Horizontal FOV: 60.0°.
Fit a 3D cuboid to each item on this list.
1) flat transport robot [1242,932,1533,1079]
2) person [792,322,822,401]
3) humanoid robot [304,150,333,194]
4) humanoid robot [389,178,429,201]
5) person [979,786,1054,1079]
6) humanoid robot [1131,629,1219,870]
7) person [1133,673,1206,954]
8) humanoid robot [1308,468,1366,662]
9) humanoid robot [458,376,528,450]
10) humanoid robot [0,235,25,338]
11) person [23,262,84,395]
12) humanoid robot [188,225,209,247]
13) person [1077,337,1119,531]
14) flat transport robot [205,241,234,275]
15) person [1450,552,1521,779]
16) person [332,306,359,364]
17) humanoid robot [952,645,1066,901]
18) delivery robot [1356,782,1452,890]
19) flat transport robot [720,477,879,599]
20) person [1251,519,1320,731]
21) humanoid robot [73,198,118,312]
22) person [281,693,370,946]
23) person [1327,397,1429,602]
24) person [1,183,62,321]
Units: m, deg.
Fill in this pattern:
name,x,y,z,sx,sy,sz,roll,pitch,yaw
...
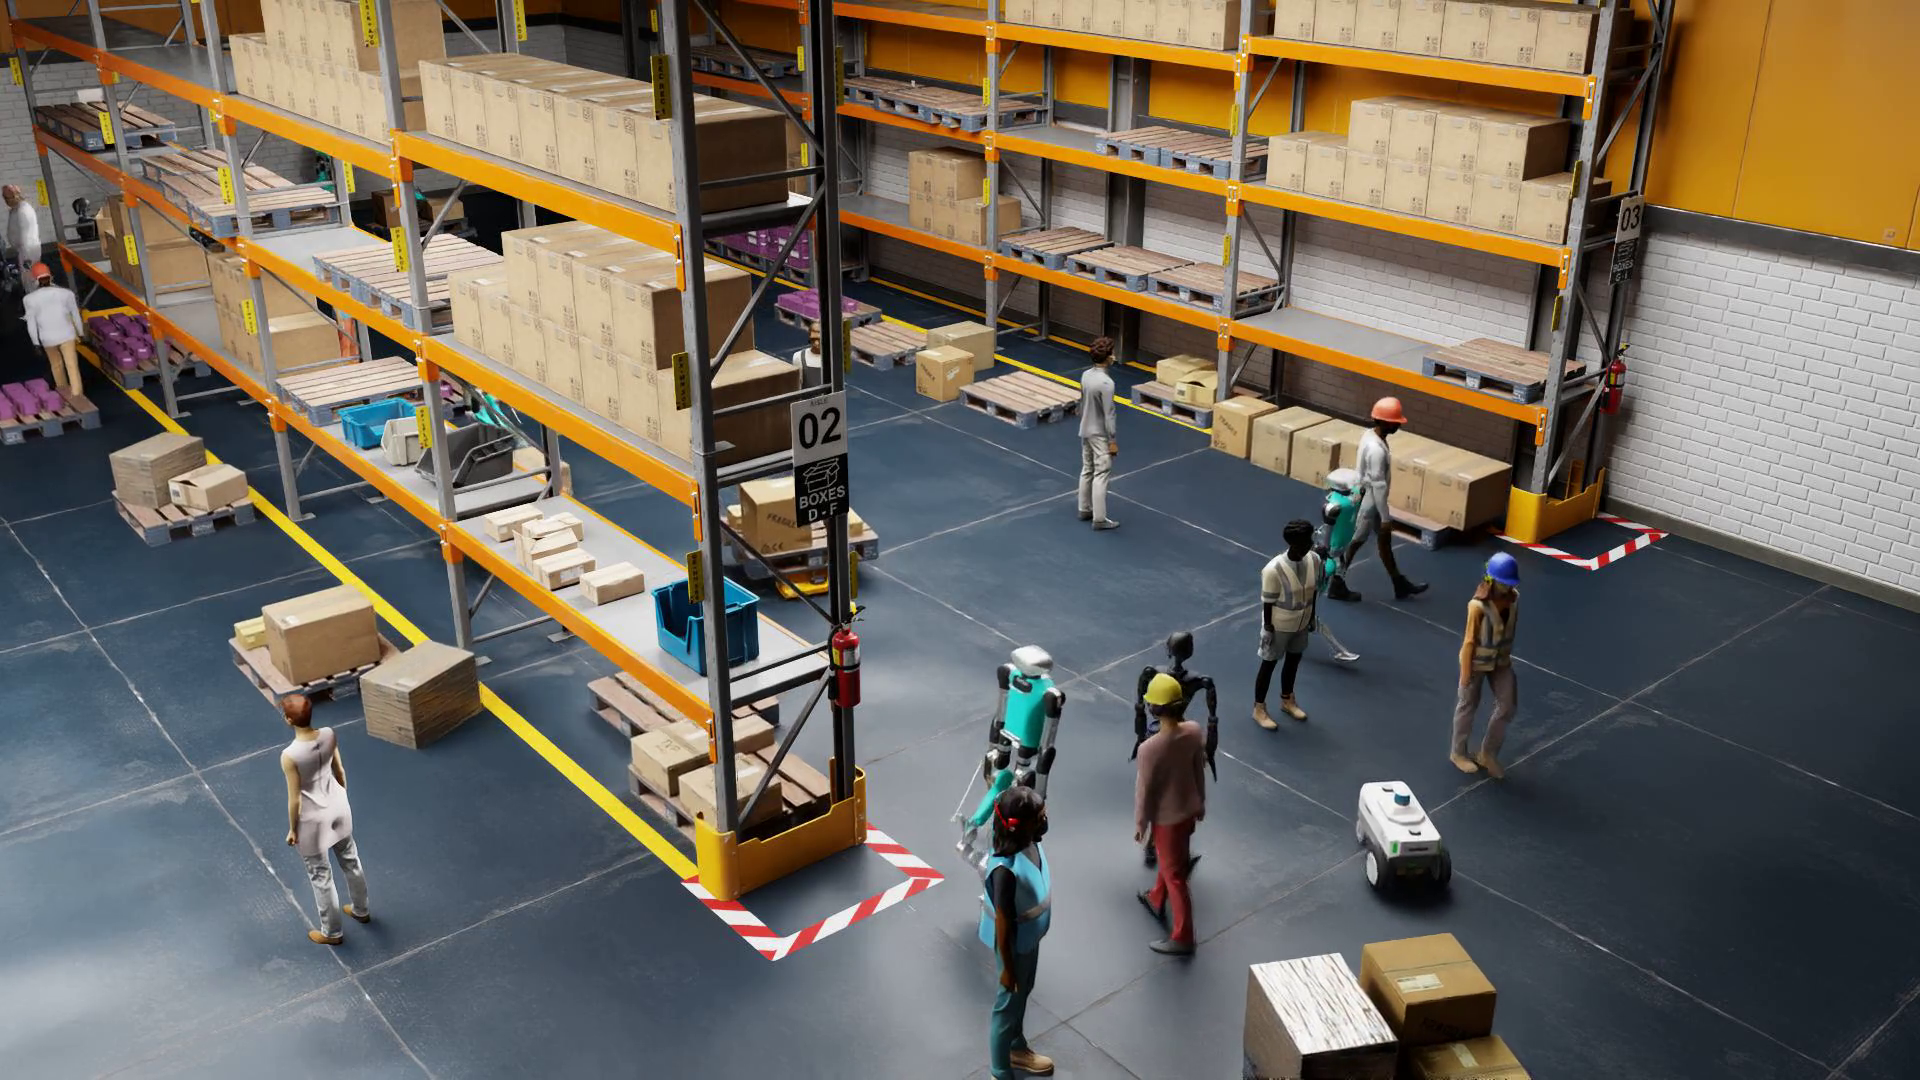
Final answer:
name,x,y,z,sx,sy,sz,roll,pitch,yaw
flat transport robot,2.188,3.082,8.507,0.659,0.231,1.431,-5,24,-11
person,-1.412,-1.285,16.632,0.507,1.846,0.346,-2,23,-4
humanoid robot,-10.833,-6.116,27.994,0.531,1.777,0.993,14,27,30
humanoid robot,-9.100,-5.936,27.574,0.998,1.760,0.556,-6,24,-13
person,0.302,2.112,8.738,0.380,1.865,0.537,7,24,17
humanoid robot,1.374,1.351,10.743,0.590,1.642,0.368,9,25,20
person,1.260,1.638,10.021,0.530,1.723,0.633,-21,31,-40
humanoid robot,2.795,0.188,13.372,1.028,1.722,0.571,18,29,35
humanoid robot,-4.674,-1.376,17.060,0.856,1.842,0.558,9,25,21
humanoid robot,-12.609,-3.467,21.958,0.588,1.630,0.763,21,31,39
person,-10.499,-2.380,19.344,0.567,1.707,0.910,-14,27,-29
humanoid robot,-10.513,-4.038,23.118,0.801,1.763,0.537,3,23,6
person,1.308,-1.021,15.966,0.397,1.892,0.543,-12,26,-26
flat transport robot,-10.156,-3.314,23.319,1.431,0.231,0.659,4,24,10
person,3.742,0.894,11.685,0.495,1.752,0.556,-10,25,-22
person,-7.389,-2.726,20.068,0.323,1.766,0.491,4,24,9
humanoid robot,0.224,1.578,10.243,0.768,1.851,0.535,-18,29,-36
delivery robot,2.867,1.898,10.877,0.499,0.587,0.777,-2,23,-5
flat transport robot,-1.515,0.145,15.307,0.659,0.231,1.431,-10,25,-21
person,2.449,0.615,12.427,0.531,1.691,0.322,-14,27,-29
humanoid robot,-11.913,-3.845,22.795,0.607,1.642,0.597,21,31,40
person,-3.858,1.670,10.020,0.270,1.657,0.458,11,26,24
person,3.669,-0.309,14.307,0.933,1.894,0.574,6,24,13
person,-12.731,-3.960,22.793,0.590,1.877,0.654,-12,26,-26
